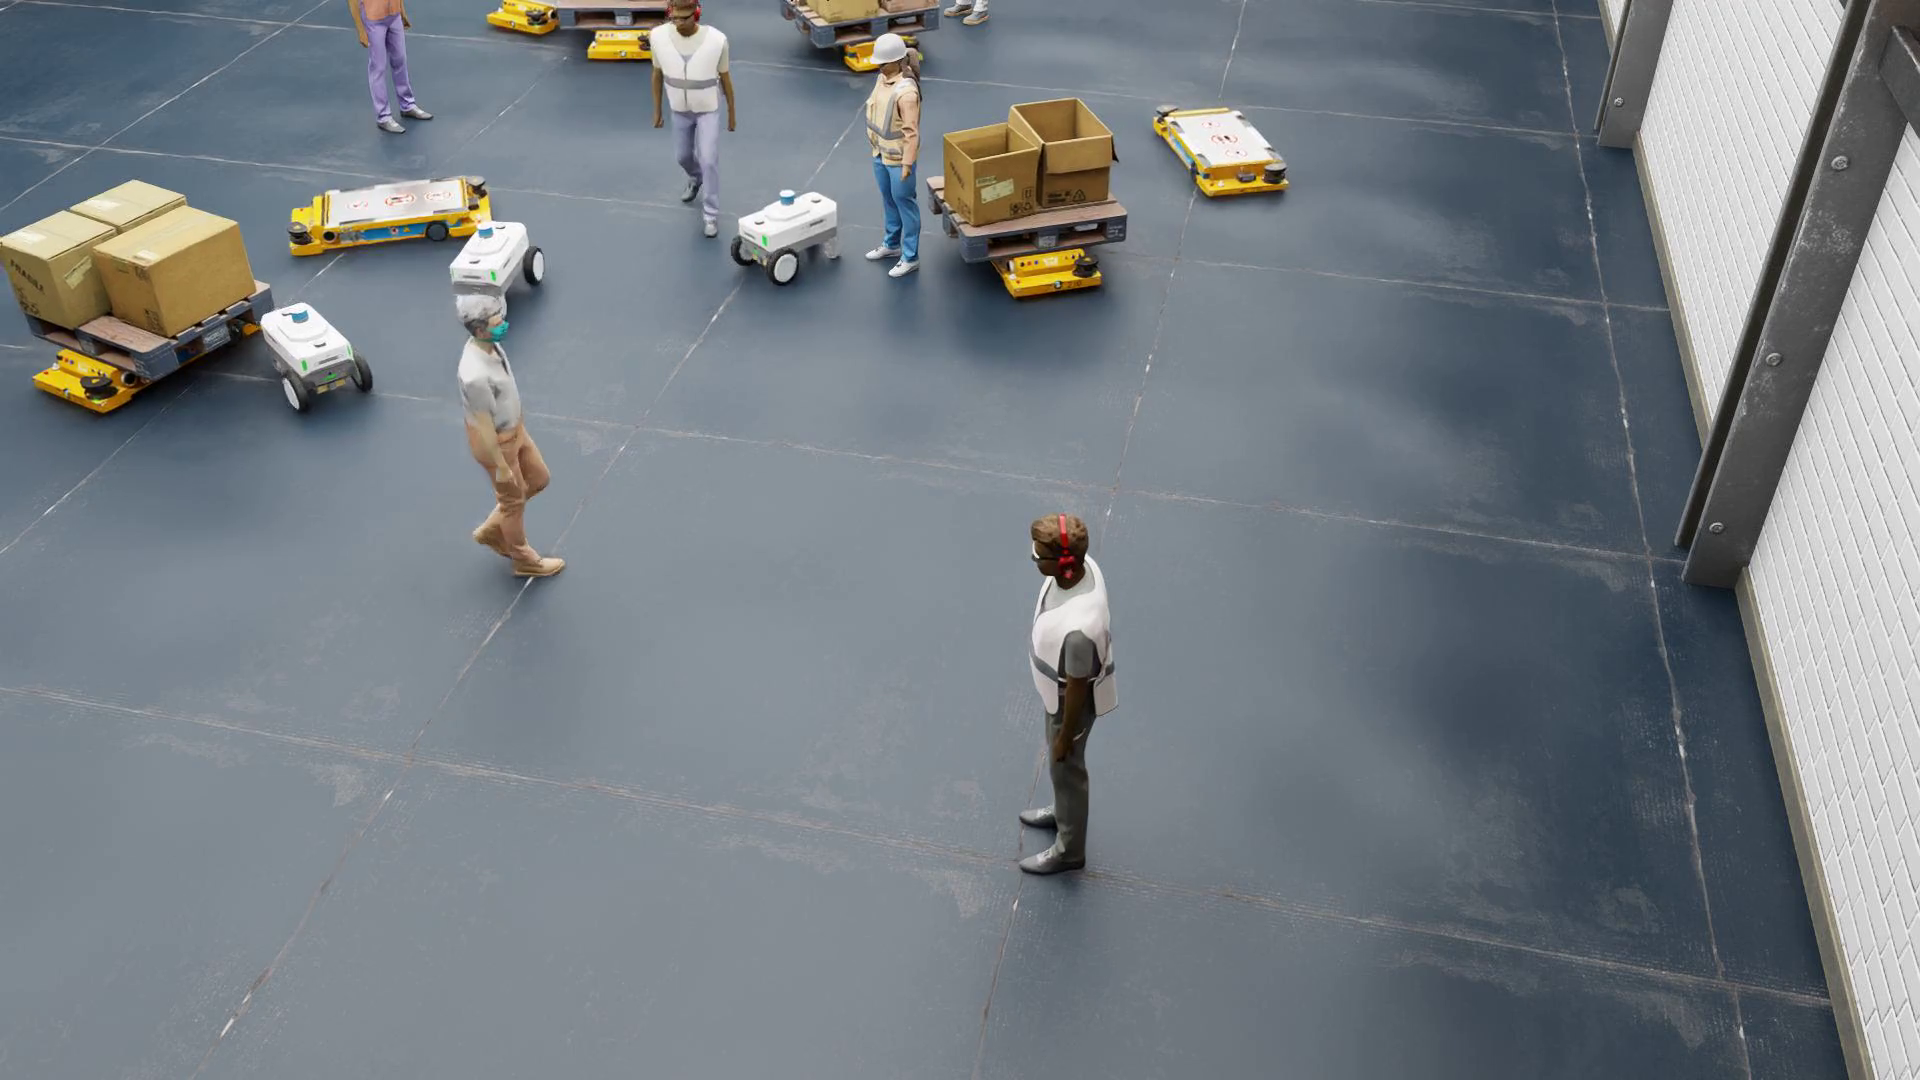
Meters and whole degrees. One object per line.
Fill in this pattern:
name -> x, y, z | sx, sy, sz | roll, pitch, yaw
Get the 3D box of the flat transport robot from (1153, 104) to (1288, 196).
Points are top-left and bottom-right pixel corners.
flat transport robot -> 2.095, -3.177, 13.470 | 0.659, 0.231, 1.431 | -7, 37, -10

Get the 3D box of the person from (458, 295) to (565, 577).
person -> -2.388, -0.523, 8.692 | 0.415, 1.736, 0.509 | -2, 37, -2

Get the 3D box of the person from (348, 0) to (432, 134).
person -> -4.763, -4.274, 13.630 | 0.380, 1.836, 0.563 | 16, 40, 21

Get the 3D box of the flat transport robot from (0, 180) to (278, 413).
flat transport robot -> -5.292, -1.317, 10.982 | 0.659, 0.231, 1.431 | 19, 41, 23

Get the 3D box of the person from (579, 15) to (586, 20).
person -> -4.030, -5.803, 15.681 | 0.945, 1.823, 0.575 | 7, 37, 9

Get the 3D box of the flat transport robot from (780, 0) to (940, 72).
flat transport robot -> -0.936, -4.737, 15.558 | 0.659, 0.231, 1.431 | -16, 40, -20

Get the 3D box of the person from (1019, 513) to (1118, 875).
person -> 0.460, 0.654, 7.039 | 0.404, 1.834, 0.565 | -1, 37, -1

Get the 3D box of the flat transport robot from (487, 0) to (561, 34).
flat transport robot -> -3.911, -5.312, 16.327 | 0.659, 0.231, 1.431 | 19, 41, 23

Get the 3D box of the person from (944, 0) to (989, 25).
person -> 0.092, -5.851, 15.701 | 0.356, 1.882, 0.573 | -24, 43, -29

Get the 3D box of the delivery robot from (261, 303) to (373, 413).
delivery robot -> -4.139, -1.208, 10.585 | 0.499, 0.581, 0.768 | -27, 44, -31

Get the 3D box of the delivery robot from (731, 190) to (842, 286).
delivery robot -> -1.242, -2.209, 11.933 | 0.768, 0.591, 0.499 | -29, 46, -33

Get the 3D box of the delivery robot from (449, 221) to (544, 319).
delivery robot -> -3.247, -1.915, 11.556 | 0.499, 0.610, 0.814 | 4, 37, 5

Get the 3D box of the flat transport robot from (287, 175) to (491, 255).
flat transport robot -> -4.272, -2.438, 12.481 | 1.431, 0.231, 0.659 | -10, 38, -13

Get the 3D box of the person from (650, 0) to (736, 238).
person -> -1.936, -3.190, 12.203 | 0.613, 1.814, 0.723 | 2, 37, 3

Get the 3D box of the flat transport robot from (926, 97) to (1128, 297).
flat transport robot -> 0.484, -2.217, 12.185 | 0.659, 0.231, 1.431 | -10, 38, -14

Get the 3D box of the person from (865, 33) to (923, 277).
person -> -0.440, -2.698, 11.613 | 0.373, 1.726, 0.485 | -20, 41, -25

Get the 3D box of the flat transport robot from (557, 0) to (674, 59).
flat transport robot -> -3.098, -4.901, 15.777 | 0.659, 0.231, 1.431 | -1, 37, -1
